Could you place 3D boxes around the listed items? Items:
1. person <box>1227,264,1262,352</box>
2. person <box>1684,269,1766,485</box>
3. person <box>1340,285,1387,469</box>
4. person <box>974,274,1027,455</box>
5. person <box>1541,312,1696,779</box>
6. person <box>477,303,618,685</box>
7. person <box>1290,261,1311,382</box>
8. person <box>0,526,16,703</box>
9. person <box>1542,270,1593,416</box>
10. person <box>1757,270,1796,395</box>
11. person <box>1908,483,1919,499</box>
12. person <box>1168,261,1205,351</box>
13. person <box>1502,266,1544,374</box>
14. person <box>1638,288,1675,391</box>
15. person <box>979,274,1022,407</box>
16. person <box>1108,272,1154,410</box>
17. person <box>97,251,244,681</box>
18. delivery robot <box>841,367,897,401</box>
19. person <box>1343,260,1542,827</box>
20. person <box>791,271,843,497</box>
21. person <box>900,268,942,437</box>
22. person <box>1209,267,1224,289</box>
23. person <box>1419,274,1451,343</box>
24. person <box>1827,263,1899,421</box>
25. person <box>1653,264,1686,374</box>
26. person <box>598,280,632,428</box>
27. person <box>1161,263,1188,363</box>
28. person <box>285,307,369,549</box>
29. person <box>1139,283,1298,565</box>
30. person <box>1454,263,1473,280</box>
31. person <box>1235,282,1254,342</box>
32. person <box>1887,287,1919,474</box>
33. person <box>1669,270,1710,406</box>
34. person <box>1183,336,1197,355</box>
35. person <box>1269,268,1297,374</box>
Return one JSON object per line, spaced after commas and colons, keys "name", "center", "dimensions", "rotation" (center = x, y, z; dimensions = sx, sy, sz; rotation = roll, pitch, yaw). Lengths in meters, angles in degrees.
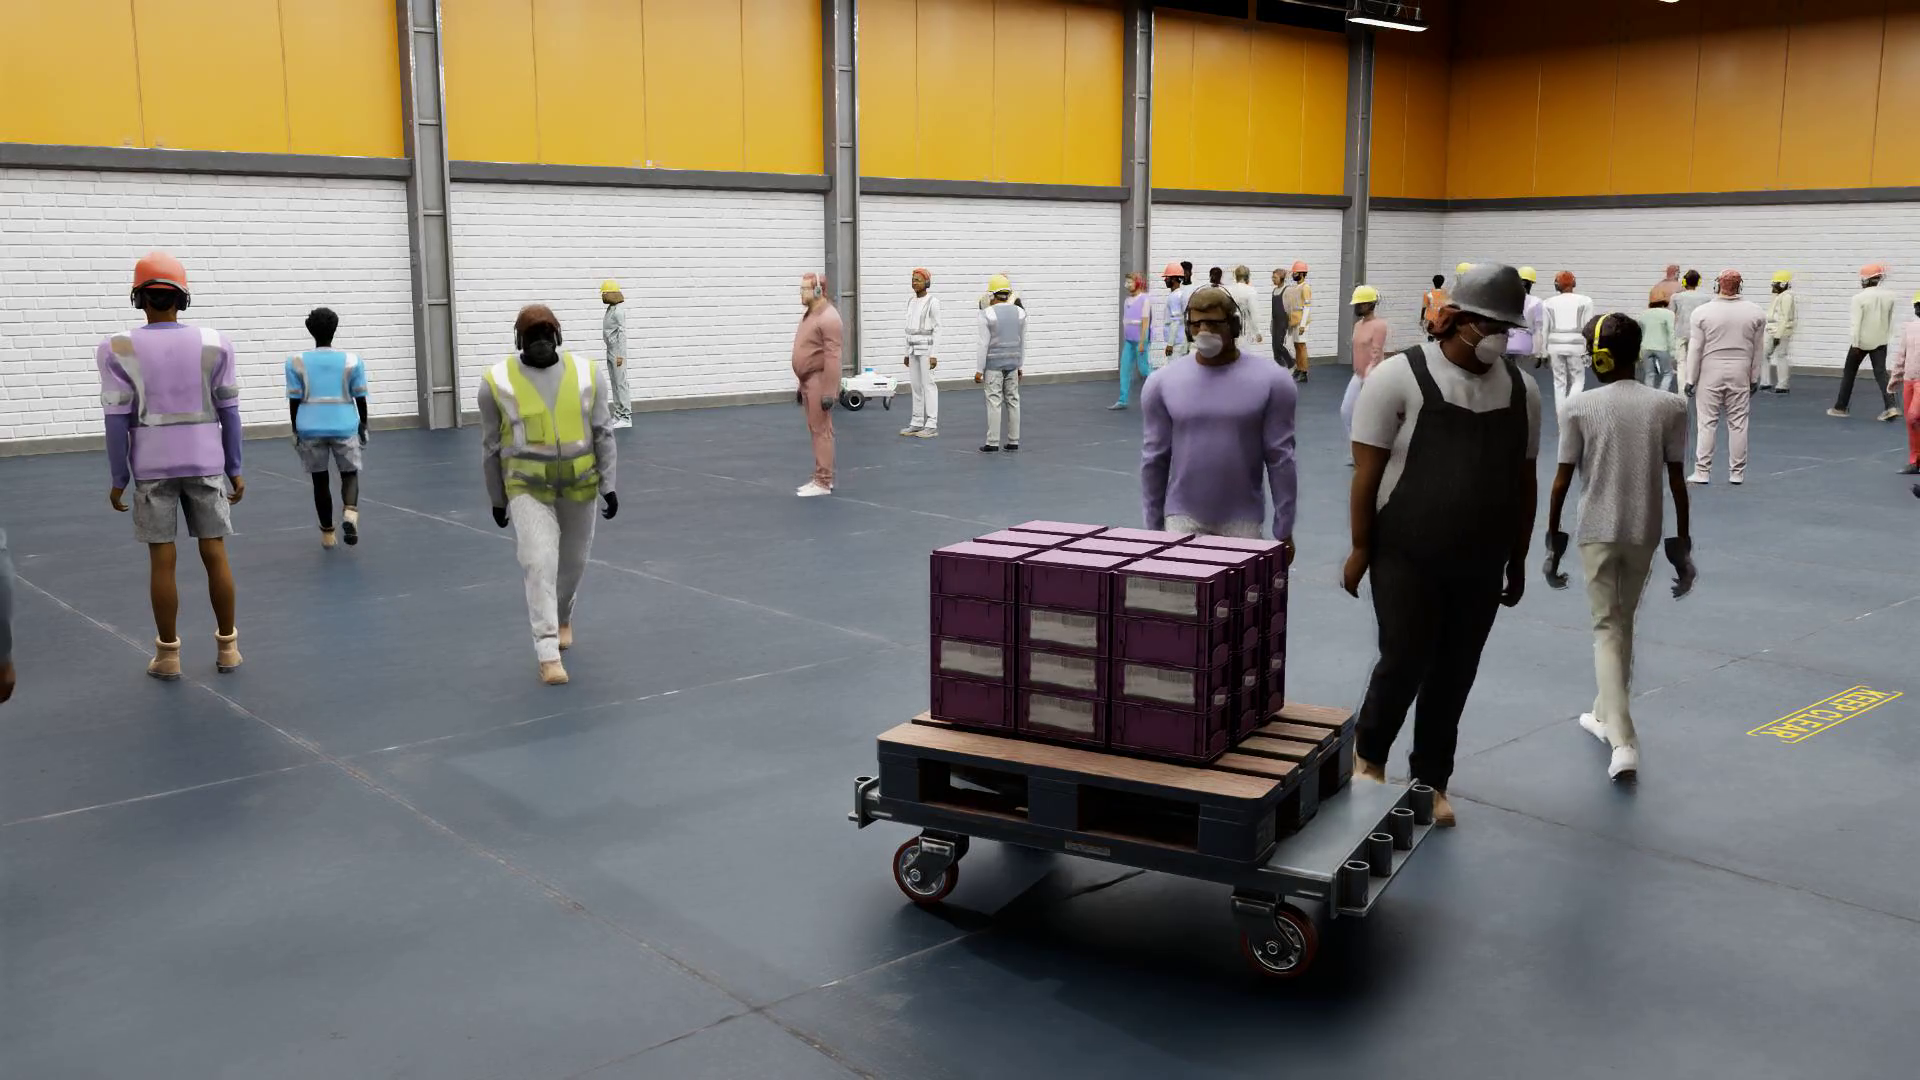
{"name": "person", "center": [3.957, -2.993, 23.879], "dimensions": [0.867, 1.912, 0.631], "rotation": [-6, 11, -30]}
{"name": "person", "center": [6.761, -1.439, 14.753], "dimensions": [0.637, 1.911, 0.403], "rotation": [1, 10, 9]}
{"name": "person", "center": [3.833, -1.520, 15.713], "dimensions": [0.416, 1.747, 0.522], "rotation": [-4, 11, -23]}
{"name": "person", "center": [0.401, -1.788, 17.015], "dimensions": [0.589, 1.834, 0.403], "rotation": [-6, 12, -33]}
{"name": "person", "center": [2.612, 0.010, 6.591], "dimensions": [0.555, 1.813, 0.972], "rotation": [1, 10, 6]}
{"name": "person", "center": [-2.022, -0.262, 8.164], "dimensions": [0.622, 1.810, 0.890], "rotation": [-5, 11, -26]}
{"name": "person", "center": [5.438, -3.497, 26.709], "dimensions": [0.361, 1.939, 0.542], "rotation": [-1, 10, -5]}
{"name": "person", "center": [-2.898, 0.302, 4.524], "dimensions": [0.639, 1.912, 0.585], "rotation": [-2, 10, -9]}
{"name": "person", "center": [6.936, -2.146, 19.009], "dimensions": [0.616, 1.865, 0.416], "rotation": [5, 11, 27]}
{"name": "person", "center": [11.836, -3.019, 24.260], "dimensions": [0.610, 1.815, 0.620], "rotation": [2, 10, 13]}
{"name": "person", "center": [8.147, -1.158, 13.218], "dimensions": [0.971, 1.866, 0.616], "rotation": [3, 10, 18]}
{"name": "person", "center": [3.516, -3.356, 25.851], "dimensions": [0.654, 1.942, 0.610], "rotation": [3, 10, 16]}
{"name": "person", "center": [6.445, -2.211, 19.282], "dimensions": [0.651, 1.901, 0.490], "rotation": [7, 12, 35]}
{"name": "person", "center": [8.877, -2.398, 21.230], "dimensions": [0.363, 1.609, 0.529], "rotation": [-9, 13, -42]}
{"name": "person", "center": [0.561, -2.722, 22.654], "dimensions": [0.629, 1.786, 1.028], "rotation": [3, 10, 15]}
{"name": "person", "center": [2.382, -2.616, 21.920], "dimensions": [0.815, 1.823, 0.575], "rotation": [-5, 11, -27]}
{"name": "person", "center": [-3.755, -0.347, 7.963], "dimensions": [0.605, 2.045, 0.380], "rotation": [-6, 11, -32]}
{"name": "delivery robot", "center": [-1.202, -2.041, 21.957], "dimensions": [0.707, 0.478, 0.477], "rotation": [-2, 10, -13]}
{"name": "person", "center": [1.729, 0.013, 5.865], "dimensions": [0.712, 2.000, 0.542], "rotation": [-2, 10, -10]}
{"name": "person", "center": [-1.228, -1.326, 14.116], "dimensions": [0.405, 1.907, 0.649], "rotation": [-4, 10, -22]}
{"name": "person", "center": [-0.439, -2.096, 18.663], "dimensions": [0.346, 1.883, 0.584], "rotation": [-7, 12, -37]}
{"name": "person", "center": [4.135, -3.430, 26.612], "dimensions": [0.942, 1.852, 0.609], "rotation": [0, 10, 0]}
{"name": "person", "center": [8.730, -4.022, 30.509], "dimensions": [0.552, 1.690, 0.376], "rotation": [0, 10, 1]}
{"name": "person", "center": [11.295, -2.454, 20.609], "dimensions": [0.614, 1.950, 1.028], "rotation": [-1, 10, -7]}
{"name": "person", "center": [12.074, -3.749, 28.343], "dimensions": [0.768, 1.886, 0.666], "rotation": [-5, 11, -25]}
{"name": "person", "center": [-4.094, -2.197, 19.674], "dimensions": [0.324, 1.742, 0.492], "rotation": [-5, 11, -27]}
{"name": "person", "center": [2.710, -2.544, 21.137], "dimensions": [0.362, 1.938, 0.545], "rotation": [3, 10, 16]}
{"name": "person", "center": [-4.312, -0.747, 11.369], "dimensions": [0.535, 1.682, 0.503], "rotation": [-4, 10, -21]}
{"name": "person", "center": [1.042, -0.078, 6.749], "dimensions": [0.644, 1.911, 0.684], "rotation": [3, 10, 16]}
{"name": "person", "center": [7.202, -2.995, 23.805], "dimensions": [0.366, 1.926, 0.594], "rotation": [7, 12, 34]}
{"name": "person", "center": [4.284, -3.161, 25.639], "dimensions": [0.509, 1.631, 0.271], "rotation": [1, 10, 7]}
{"name": "person", "center": [8.832, -1.460, 15.337], "dimensions": [0.372, 1.754, 0.530], "rotation": [-2, 10, -9]}
{"name": "person", "center": [9.765, -2.714, 22.457], "dimensions": [0.537, 1.831, 0.942], "rotation": [1, 10, 8]}
{"name": "person", "center": [2.988, -2.223, 20.173], "dimensions": [0.533, 1.611, 0.519], "rotation": [5, 11, 29]}
{"name": "person", "center": [5.243, -3.515, 27.128], "dimensions": [0.453, 1.827, 0.539], "rotation": [-4, 10, -22]}
